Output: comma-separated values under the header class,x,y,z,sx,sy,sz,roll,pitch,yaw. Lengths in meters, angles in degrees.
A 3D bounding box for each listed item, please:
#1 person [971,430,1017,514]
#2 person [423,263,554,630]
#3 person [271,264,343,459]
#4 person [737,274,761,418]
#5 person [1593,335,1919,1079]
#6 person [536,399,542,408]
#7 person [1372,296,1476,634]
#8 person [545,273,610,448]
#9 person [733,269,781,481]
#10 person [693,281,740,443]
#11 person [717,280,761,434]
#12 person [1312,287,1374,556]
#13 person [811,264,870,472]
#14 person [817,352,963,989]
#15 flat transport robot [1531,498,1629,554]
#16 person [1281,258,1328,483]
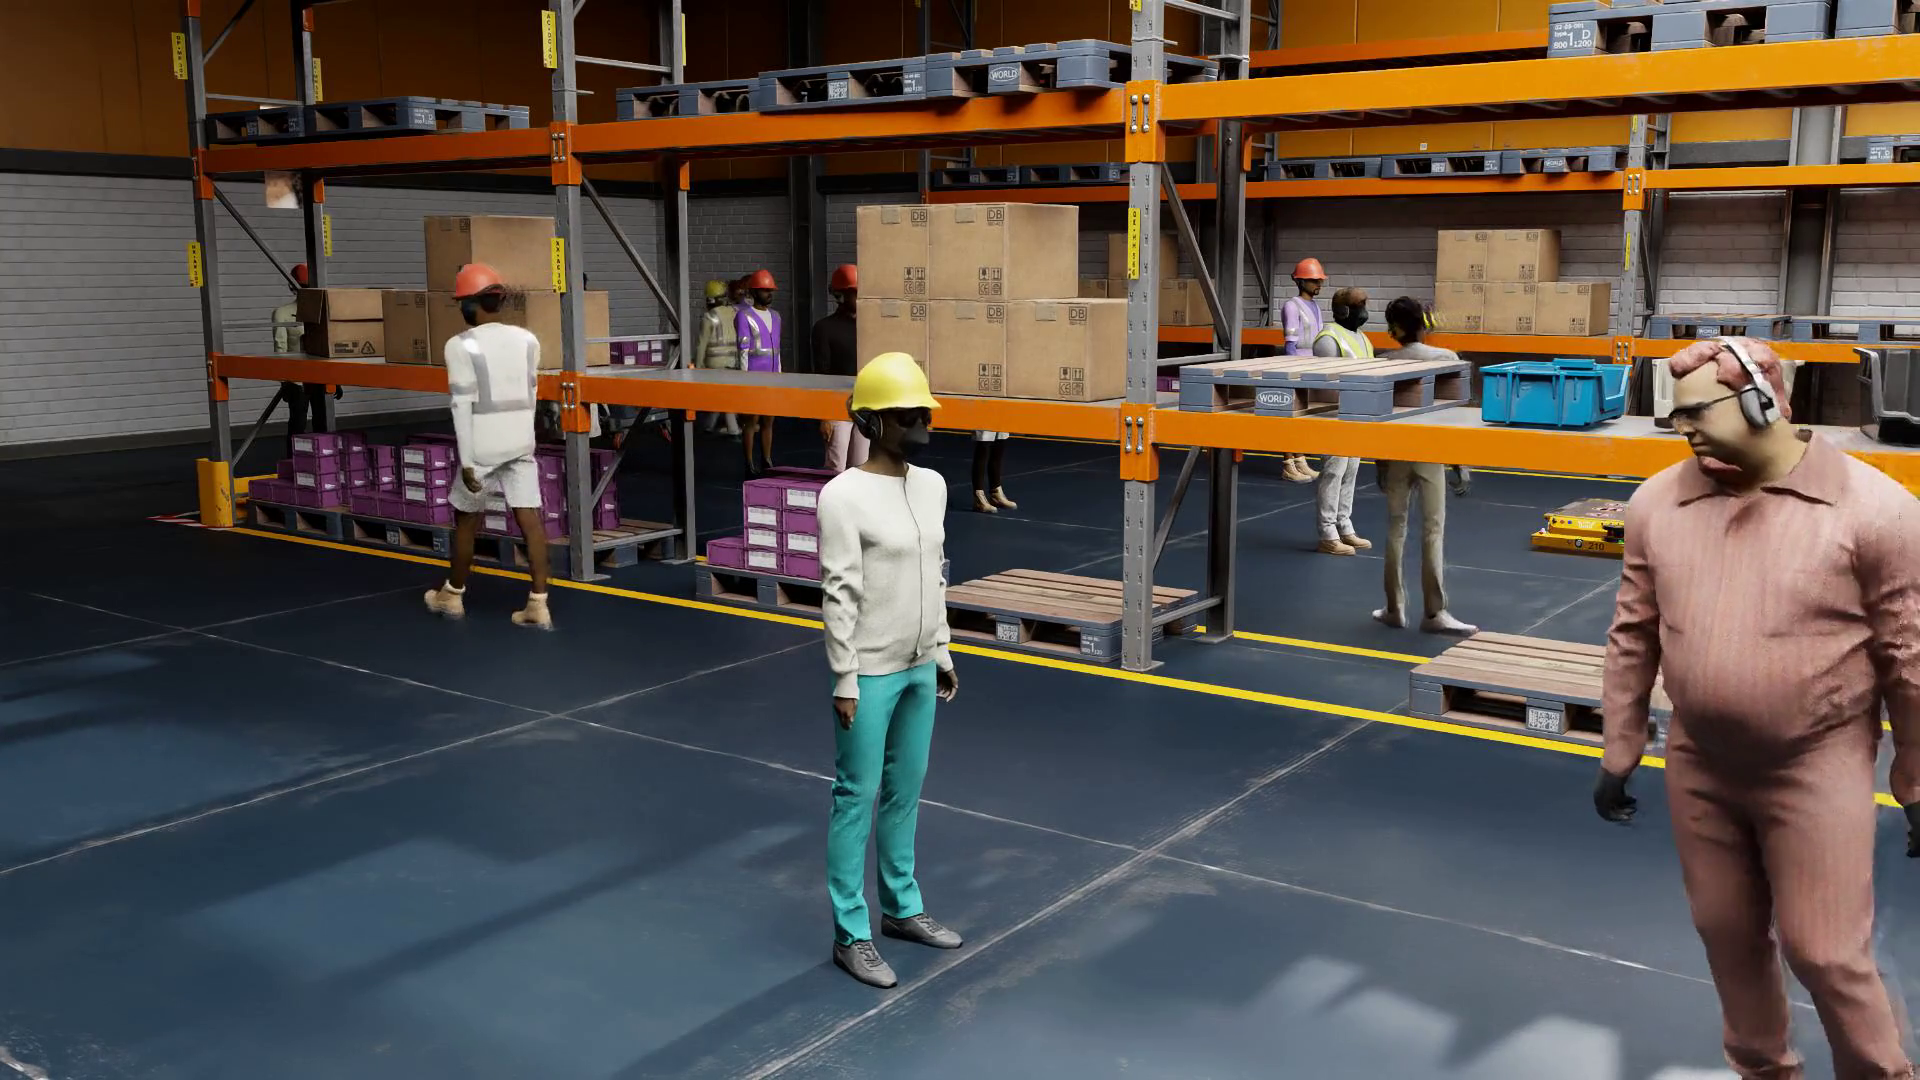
class,x,y,z,sx,sy,sz,roll,pitch,yaw
person,0.269,-1.069,13.422,0.318,1.700,0.535,7,12,35
person,-2.633,-0.514,9.231,0.986,2.000,0.635,8,12,40
person,-5.702,-1.411,14.579,0.379,1.995,0.612,7,12,35
person,-2.746,-2.511,21.560,0.389,1.850,0.566,7,12,35
person,1.758,0.487,3.667,0.459,1.864,0.690,-8,12,-38
person,-4.699,-2.005,18.364,0.585,1.908,0.681,9,13,42
person,2.579,-0.410,9.132,0.700,1.833,0.361,7,12,35
person,-2.980,-1.117,12.909,0.367,1.966,0.606,7,12,35
person,-1.811,-1.497,15.249,0.350,1.942,0.545,7,12,35
person,-2.792,-1.990,18.632,0.884,1.788,0.604,6,11,31
person,-2.539,-2.106,19.293,0.698,1.803,0.550,1,10,5
person,2.680,-0.825,11.539,0.429,1.846,0.626,7,12,35
person,-0.764,-0.880,11.410,0.375,1.997,0.612,7,12,35
person,-0.192,0.356,4.727,0.305,1.772,0.525,7,12,35
flat transport robot,4.663,-0.116,11.991,0.652,0.197,1.431,7,12,35
person,3.166,-1.546,15.241,0.375,2.044,0.607,7,12,35
